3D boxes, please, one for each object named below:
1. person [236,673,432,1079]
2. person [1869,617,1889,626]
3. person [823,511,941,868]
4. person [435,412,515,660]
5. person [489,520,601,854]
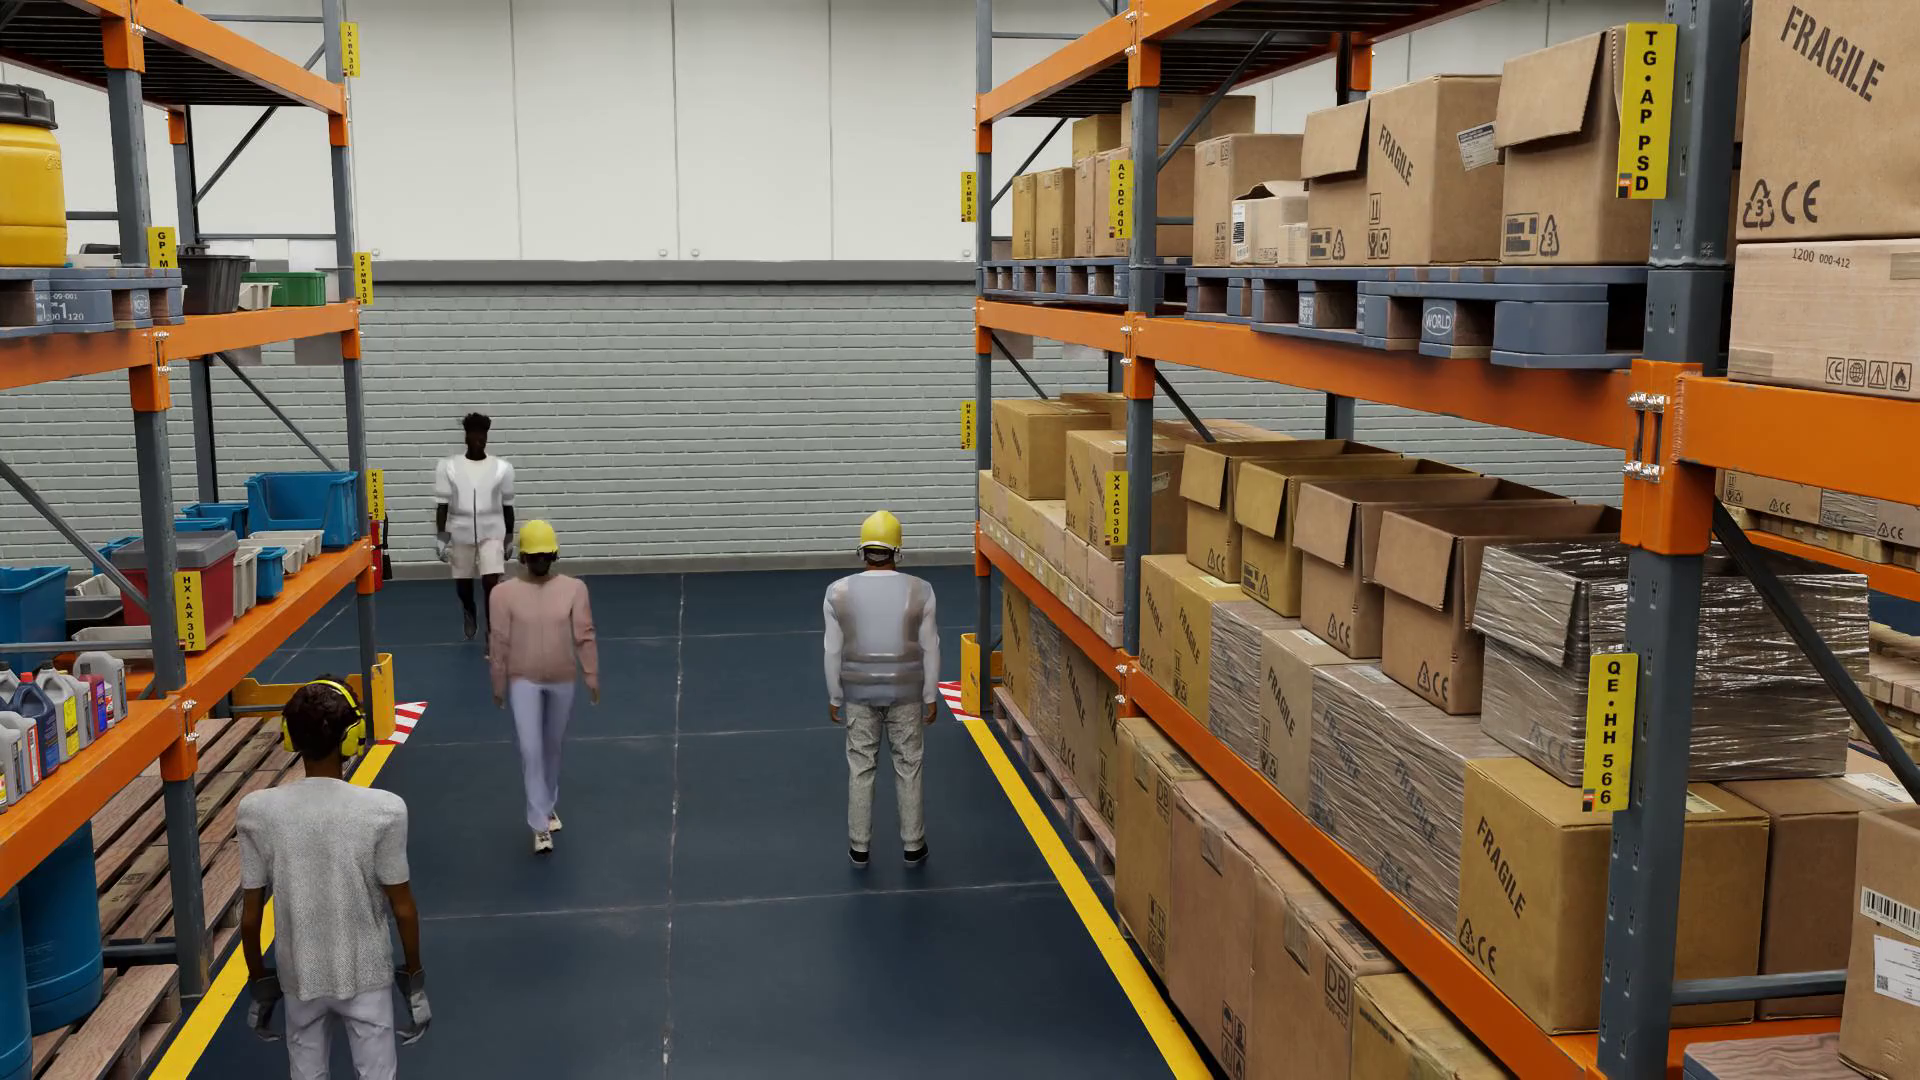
[{"bbox_3d":[-1.835,1.315,4.910,0.533,1.870,0.315,-1,9,-4],"label":"person"},{"bbox_3d":[7.361,-0.147,13.836,0.845,1.899,0.571,8,12,40],"label":"person"},{"bbox_3d":[-0.389,0.762,8.436,0.586,1.833,0.404,0,9,0],"label":"person"},{"bbox_3d":[-3.836,-0.062,13.204,0.616,1.939,0.832,-2,9,-13],"label":"person"},{"bbox_3d":[-2.163,0.761,8.731,0.540,1.726,0.864,-4,10,-25],"label":"person"}]
